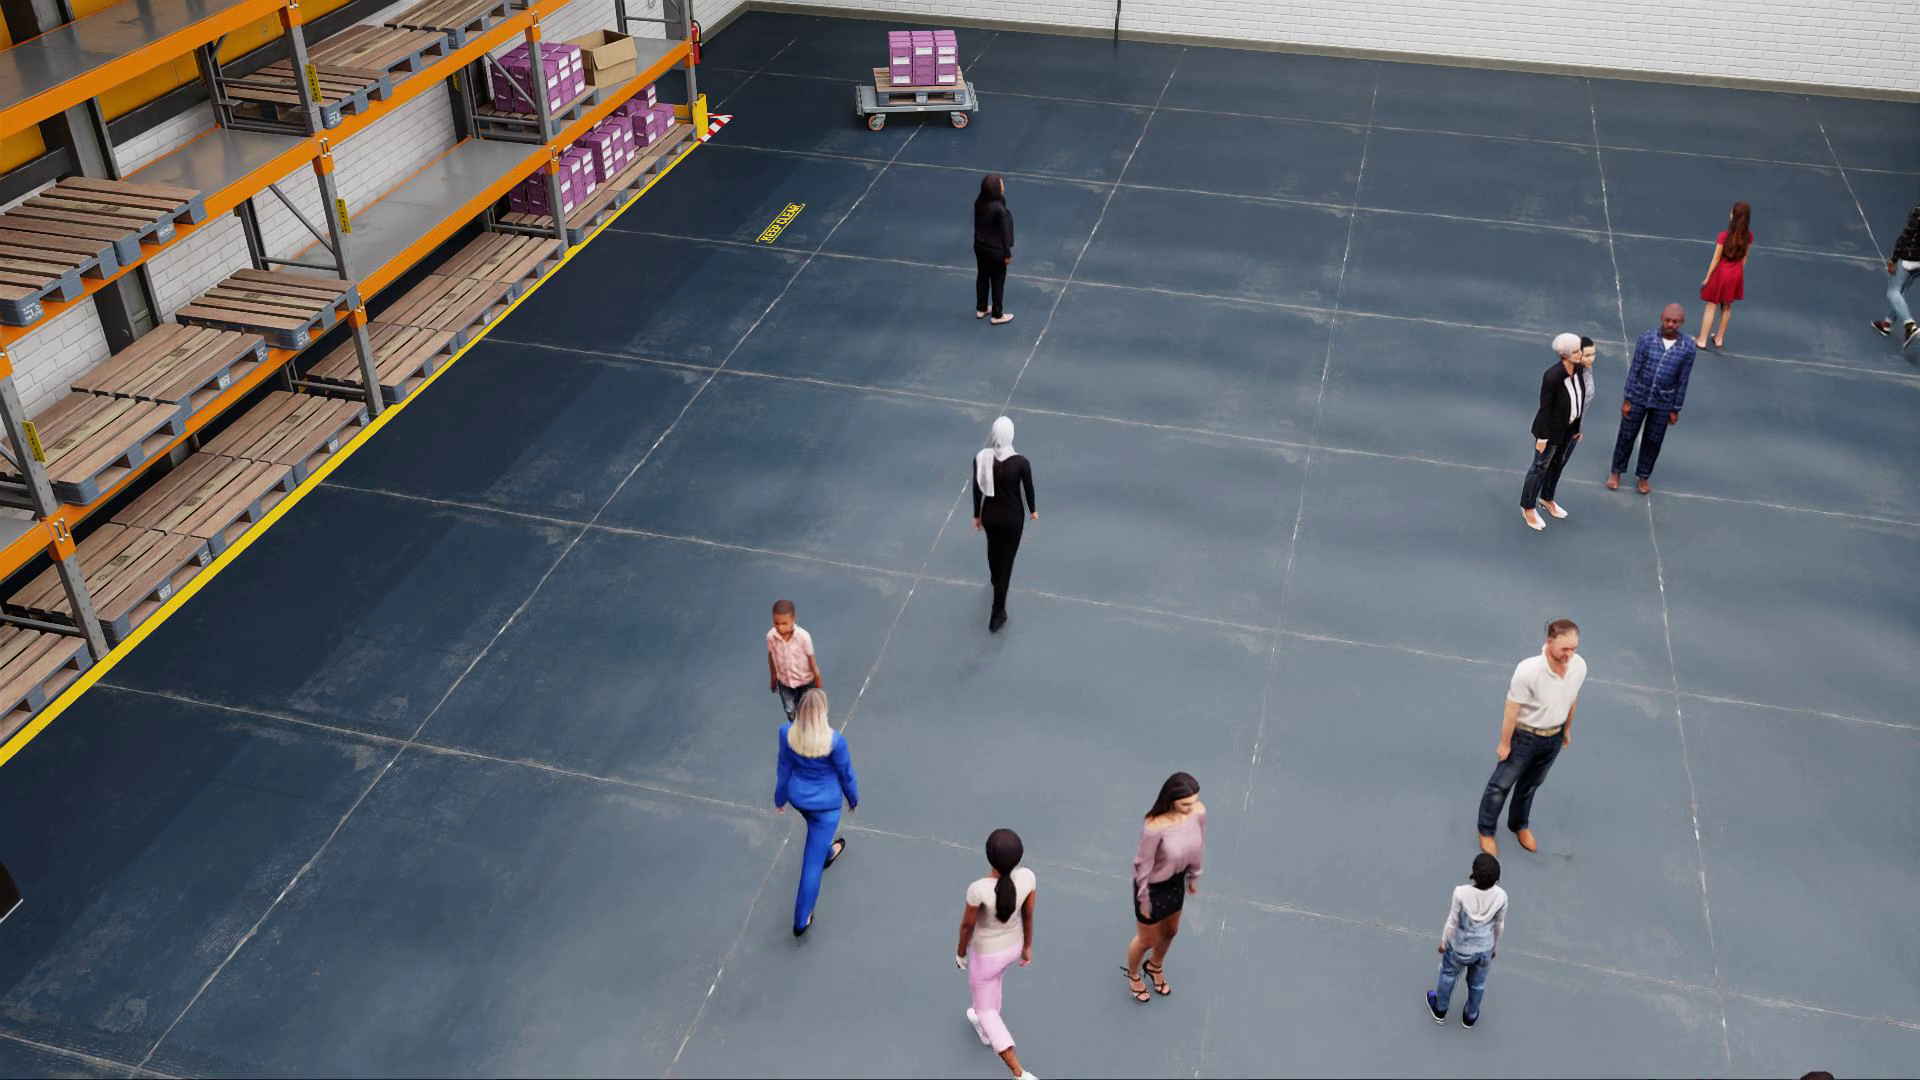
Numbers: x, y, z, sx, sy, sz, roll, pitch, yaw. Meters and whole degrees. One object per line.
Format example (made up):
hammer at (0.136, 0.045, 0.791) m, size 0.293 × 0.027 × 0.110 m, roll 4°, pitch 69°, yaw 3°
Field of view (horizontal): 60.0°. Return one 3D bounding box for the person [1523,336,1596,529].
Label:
person at (5.127, -0.949, 14.154) m, size 0.666 × 1.732 × 0.748 m, roll -21°, pitch 39°, yaw -29°

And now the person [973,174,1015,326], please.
person at (0.331, -3.050, 17.420) m, size 0.790 × 1.617 × 0.755 m, roll -26°, pitch 42°, yaw -34°

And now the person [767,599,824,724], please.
person at (-1.139, 0.917, 11.741) m, size 0.524 × 1.297 × 0.637 m, roll 6°, pitch 34°, yaw 9°

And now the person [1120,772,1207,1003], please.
person at (1.150, 2.013, 9.641) m, size 0.707 × 1.796 × 0.776 m, roll -19°, pitch 38°, yaw -26°

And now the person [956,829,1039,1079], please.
person at (0.240, 2.345, 9.214) m, size 1.035 × 1.715 × 1.101 m, roll -17°, pitch 37°, yaw -24°

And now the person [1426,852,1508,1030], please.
person at (2.958, 2.334, 9.647) m, size 0.514 × 1.255 × 0.521 m, roll 5°, pitch 34°, yaw 7°

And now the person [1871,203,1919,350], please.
person at (9.749, -2.818, 16.903) m, size 0.936 × 1.803 × 1.149 m, roll -4°, pitch 34°, yaw -7°

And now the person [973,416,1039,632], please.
person at (0.305, -0.076, 12.824) m, size 0.669 × 1.751 × 0.956 m, roll 12°, pitch 35°, yaw 17°

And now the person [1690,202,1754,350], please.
person at (7.799, -2.701, 16.952) m, size 0.646 × 1.553 × 0.704 m, roll -4°, pitch 34°, yaw -7°

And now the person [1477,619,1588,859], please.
person at (3.707, 1.239, 10.754) m, size 0.747 × 1.851 × 0.730 m, roll -7°, pitch 34°, yaw -10°

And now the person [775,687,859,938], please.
person at (-0.927, 1.691, 10.256) m, size 0.718 × 1.650 × 1.149 m, roll 11°, pitch 35°, yaw 15°

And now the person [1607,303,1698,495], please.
person at (6.044, -1.255, 14.540) m, size 0.671 × 1.815 × 0.615 m, roll 12°, pitch 35°, yaw 17°

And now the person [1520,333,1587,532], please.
person at (5.012, -0.924, 13.846) m, size 0.826 × 1.782 × 0.807 m, roll -20°, pitch 39°, yaw -28°
